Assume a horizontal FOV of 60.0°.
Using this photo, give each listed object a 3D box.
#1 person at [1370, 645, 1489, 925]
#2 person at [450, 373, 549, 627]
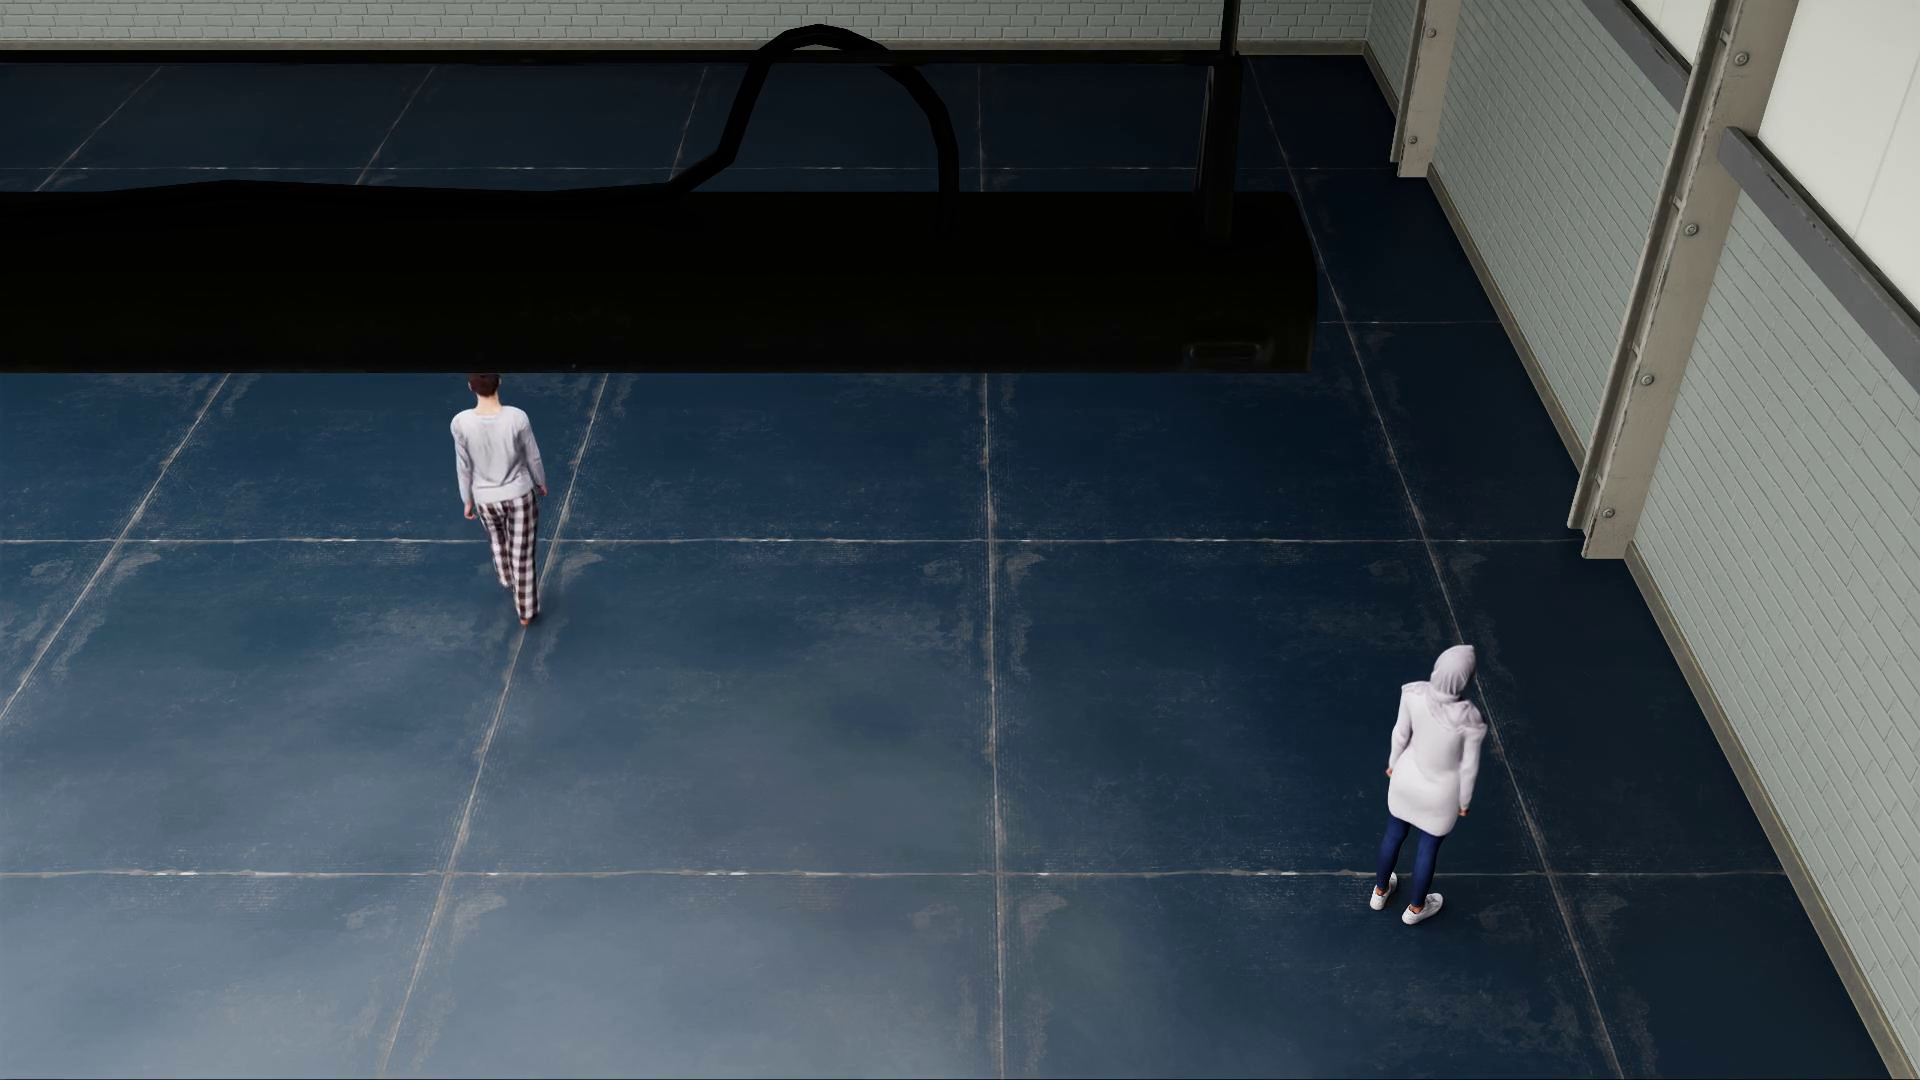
[{"bbox_3d":[2.344,1.231,8.359,0.694,1.775,0.743,28,45,32],"label":"person"},{"bbox_3d":[-2.806,-0.230,10.234,0.729,1.832,0.854,-5,38,-7],"label":"person"}]
